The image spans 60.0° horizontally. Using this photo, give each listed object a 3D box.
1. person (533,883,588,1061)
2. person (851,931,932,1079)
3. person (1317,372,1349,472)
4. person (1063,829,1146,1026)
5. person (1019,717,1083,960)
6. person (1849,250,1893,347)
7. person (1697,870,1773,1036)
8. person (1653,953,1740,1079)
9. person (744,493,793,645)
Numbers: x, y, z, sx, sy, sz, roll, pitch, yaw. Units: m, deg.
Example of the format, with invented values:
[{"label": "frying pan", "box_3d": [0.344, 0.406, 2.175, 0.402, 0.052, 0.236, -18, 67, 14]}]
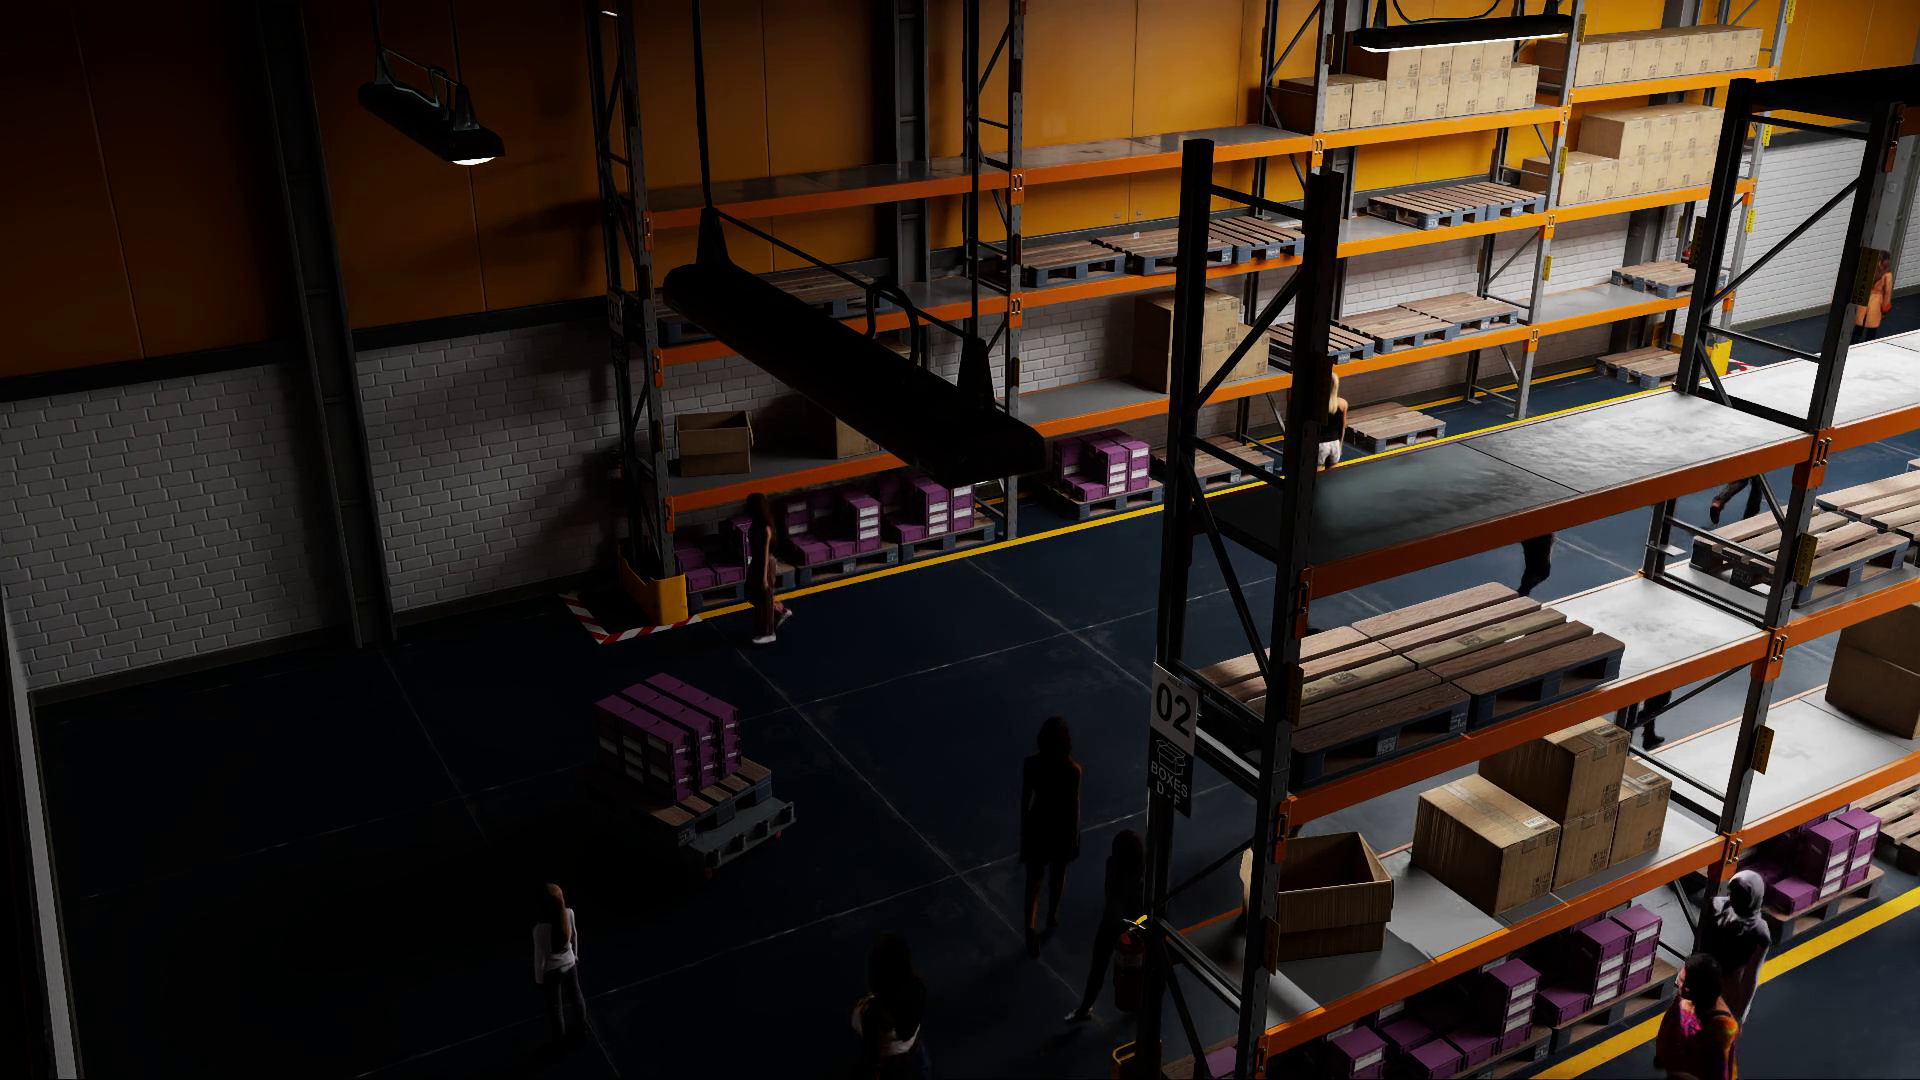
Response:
[{"label": "person", "box_3d": [-2.571, 2.745, 10.664, 0.617, 1.279, 0.529, 18, 29, 35]}, {"label": "person", "box_3d": [-0.289, 3.055, 9.353, 0.925, 1.761, 1.139, 20, 31, 39]}, {"label": "person", "box_3d": [4.082, -1.022, 18.575, 0.555, 1.846, 0.719, -6, 24, -14]}, {"label": "person", "box_3d": [1.147, 2.526, 10.965, 1.011, 1.438, 0.664, -17, 29, -33]}, {"label": "person", "box_3d": [0.605, 2.092, 11.489, 1.005, 1.815, 1.047, 5, 24, 12]}, {"label": "person", "box_3d": [13.172, -3.350, 24.056, 0.604, 1.720, 0.707, -16, 28, -32]}, {"label": "person", "box_3d": [4.666, 2.730, 10.088, 0.618, 1.769, 0.667, -10, 26, -22]}, {"label": "person", "box_3d": [4.279, 3.056, 9.506, 1.233, 1.637, 1.079, 1, 24, 3]}, {"label": "person", "box_3d": [-1.822, 0.259, 16.010, 0.668, 1.552, 0.544, -13, 27, -28]}]
